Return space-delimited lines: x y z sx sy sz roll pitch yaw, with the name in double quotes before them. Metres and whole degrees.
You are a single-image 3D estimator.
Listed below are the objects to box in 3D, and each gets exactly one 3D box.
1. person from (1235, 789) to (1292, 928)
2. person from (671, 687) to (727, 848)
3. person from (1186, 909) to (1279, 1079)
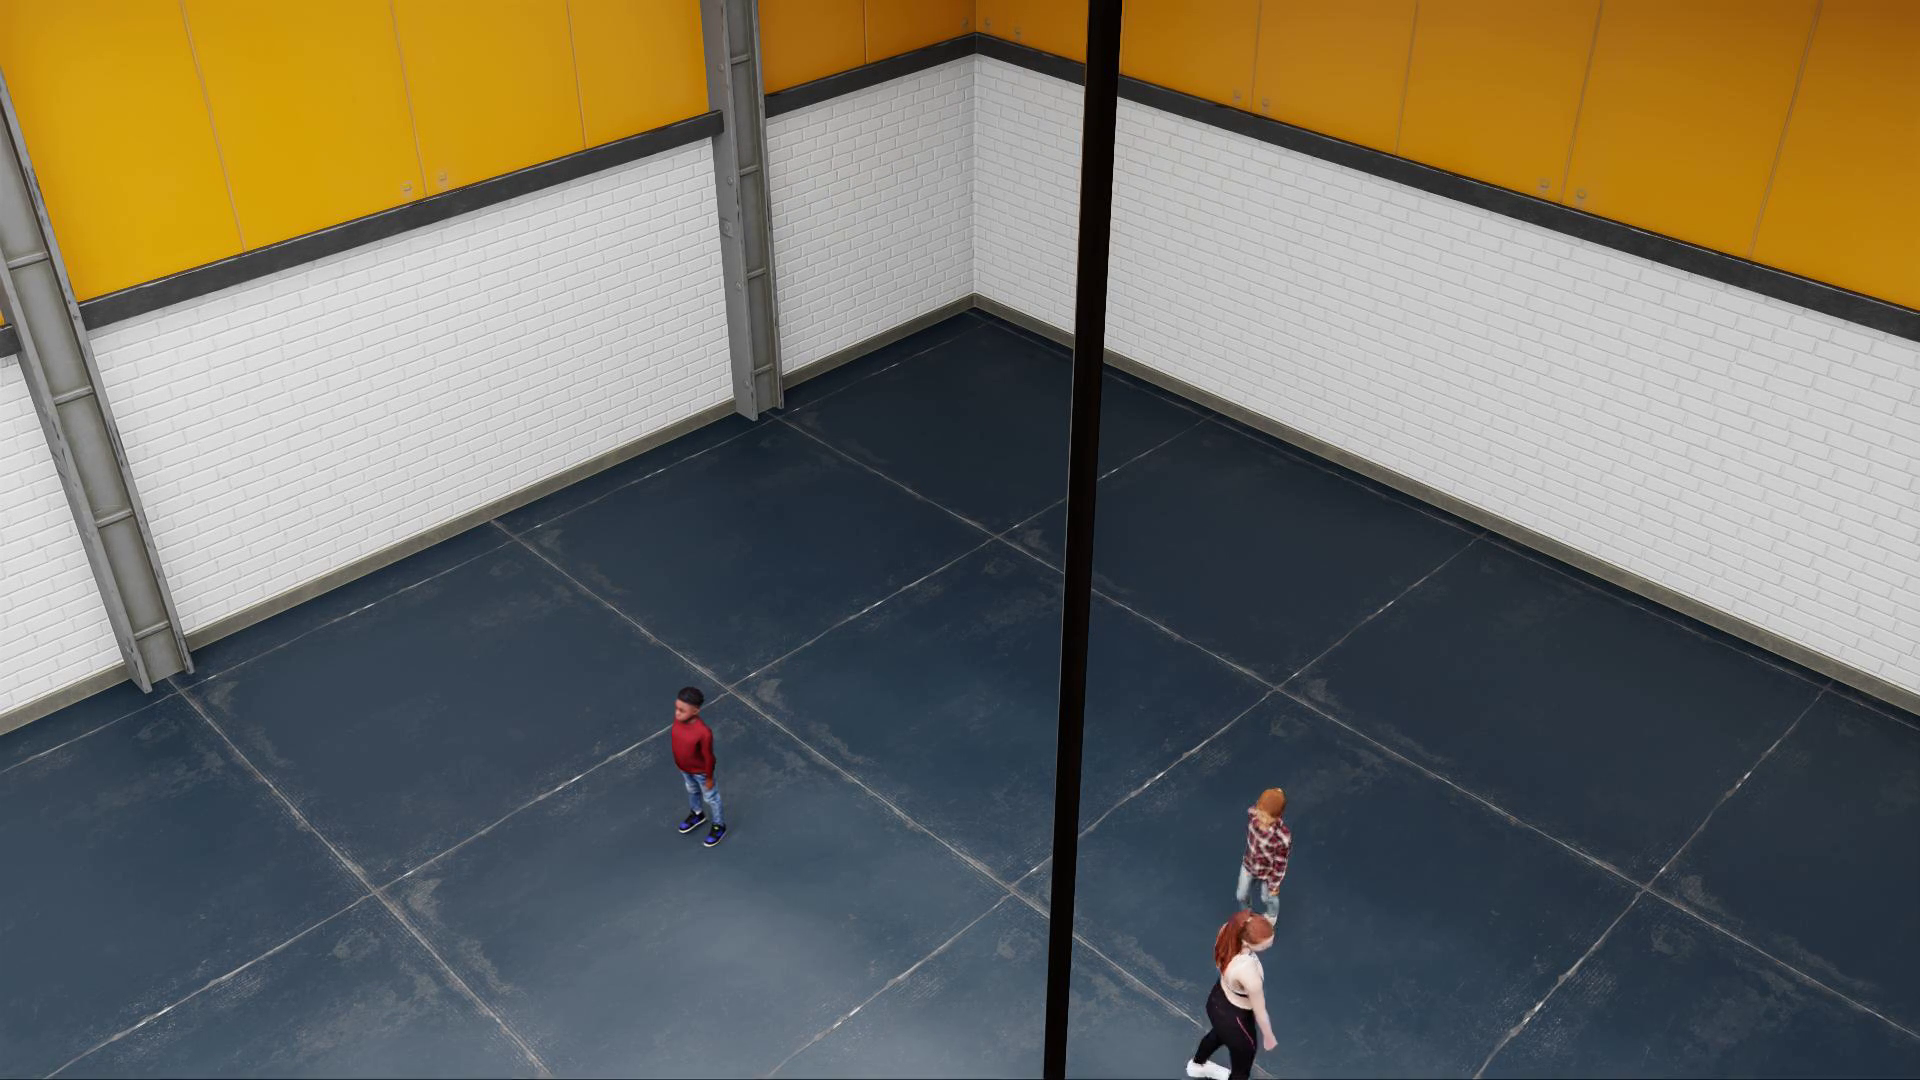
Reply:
"person" 1.933 1.990 10.408 0.603 1.281 0.554 -19 38 -26
"person" -1.763 1.491 11.183 0.512 1.253 0.507 24 40 31
"person" 1.461 2.630 9.036 0.805 1.732 0.810 -12 36 -18
